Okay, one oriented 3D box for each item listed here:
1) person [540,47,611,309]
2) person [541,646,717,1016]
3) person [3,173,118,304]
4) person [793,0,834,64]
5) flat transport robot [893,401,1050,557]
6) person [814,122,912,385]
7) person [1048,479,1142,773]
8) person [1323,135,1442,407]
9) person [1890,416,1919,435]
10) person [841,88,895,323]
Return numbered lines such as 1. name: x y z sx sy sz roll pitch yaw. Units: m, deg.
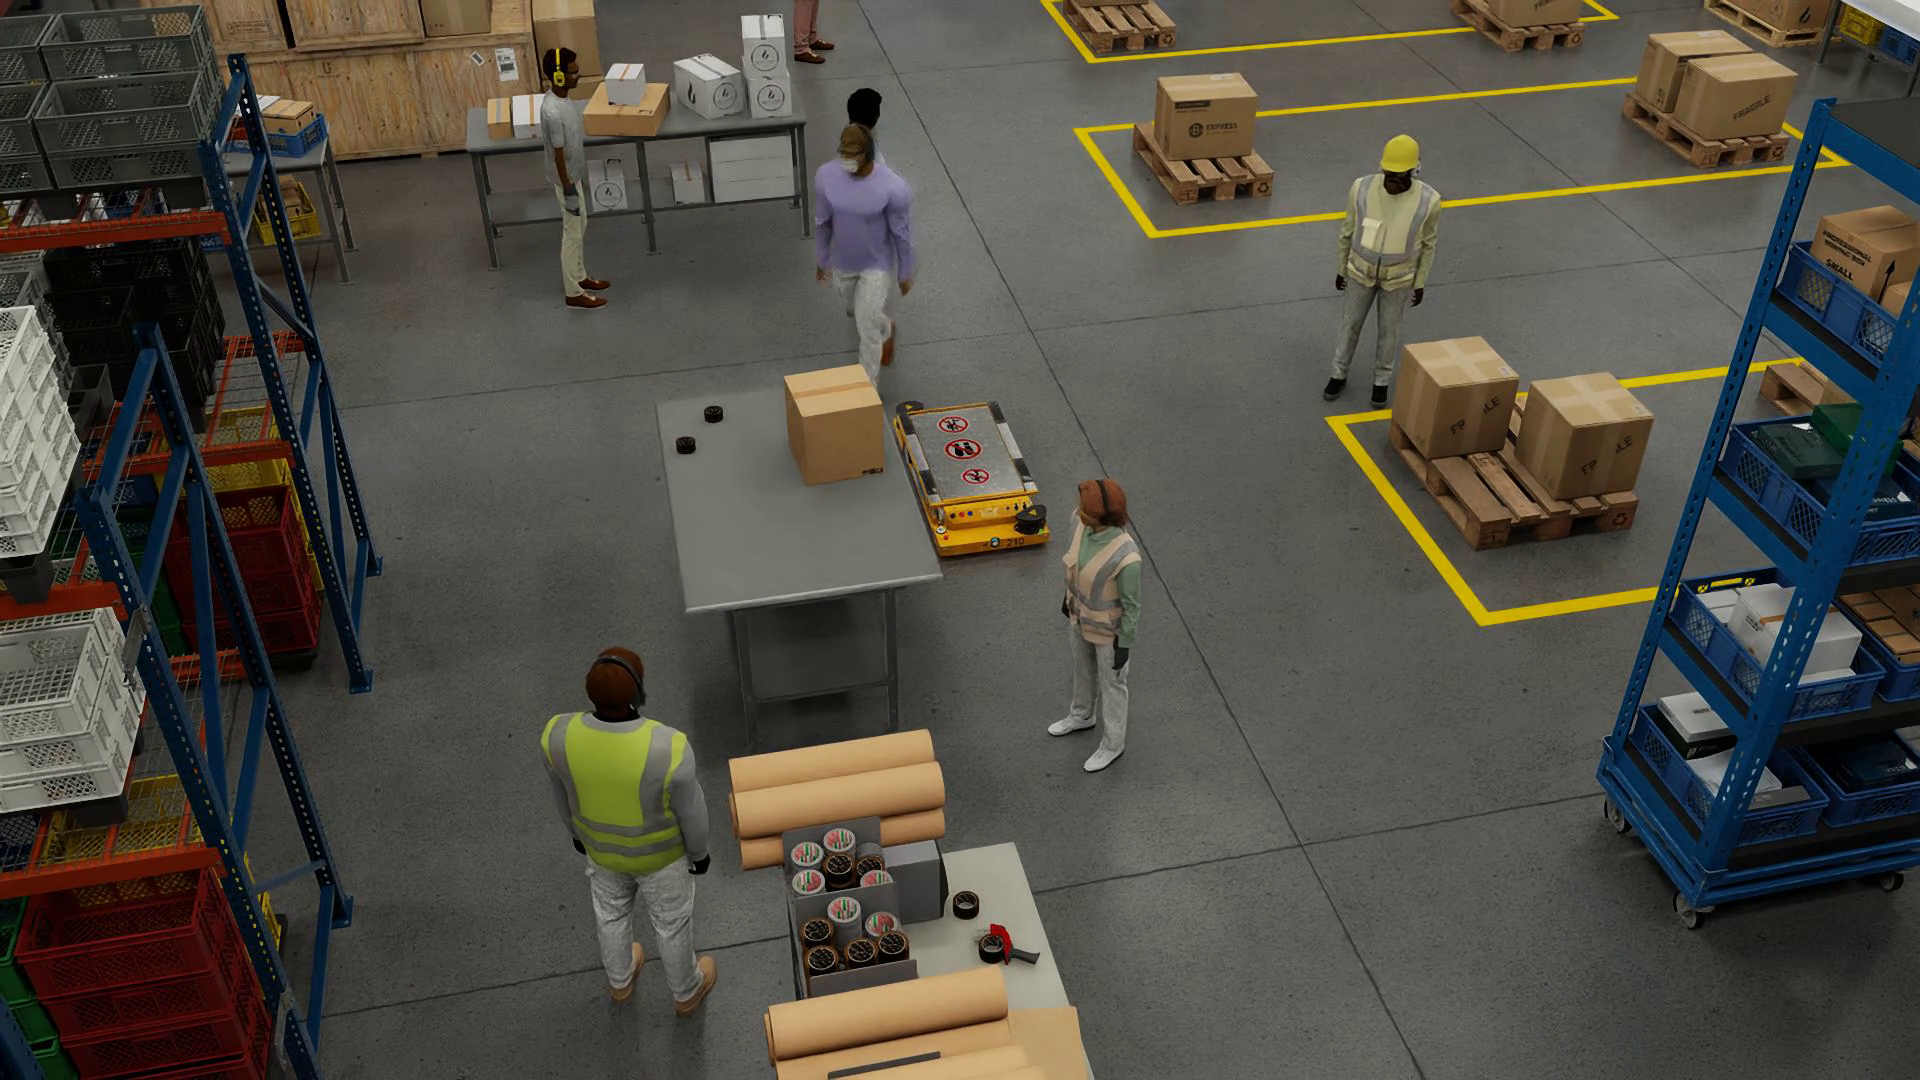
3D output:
1. person: -2.708 -2.507 11.582 0.317 1.862 0.519 -2 37 -2
2. person: -1.284 1.184 6.644 0.630 1.836 0.430 7 37 10
3. person: -5.646 -1.775 10.576 0.346 1.881 0.584 22 42 27
4. person: -1.385 -5.419 15.462 0.401 1.900 0.639 6 37 8
5. flat transport robot: 0.046 -0.430 10.108 0.652 0.197 1.431 -8 37 -10
6. person: -0.584 -1.788 10.577 0.630 1.912 0.945 16 40 21
7. person: 0.652 0.390 7.869 0.310 1.636 0.523 -19 41 -24
8. person: 2.663 -1.691 10.502 0.591 1.834 0.404 13 39 17
9. person: 4.675 -0.045 8.165 0.583 1.971 0.639 -15 39 -20
10. person: -0.652 -2.265 11.391 0.320 1.693 0.531 -11 38 -15
